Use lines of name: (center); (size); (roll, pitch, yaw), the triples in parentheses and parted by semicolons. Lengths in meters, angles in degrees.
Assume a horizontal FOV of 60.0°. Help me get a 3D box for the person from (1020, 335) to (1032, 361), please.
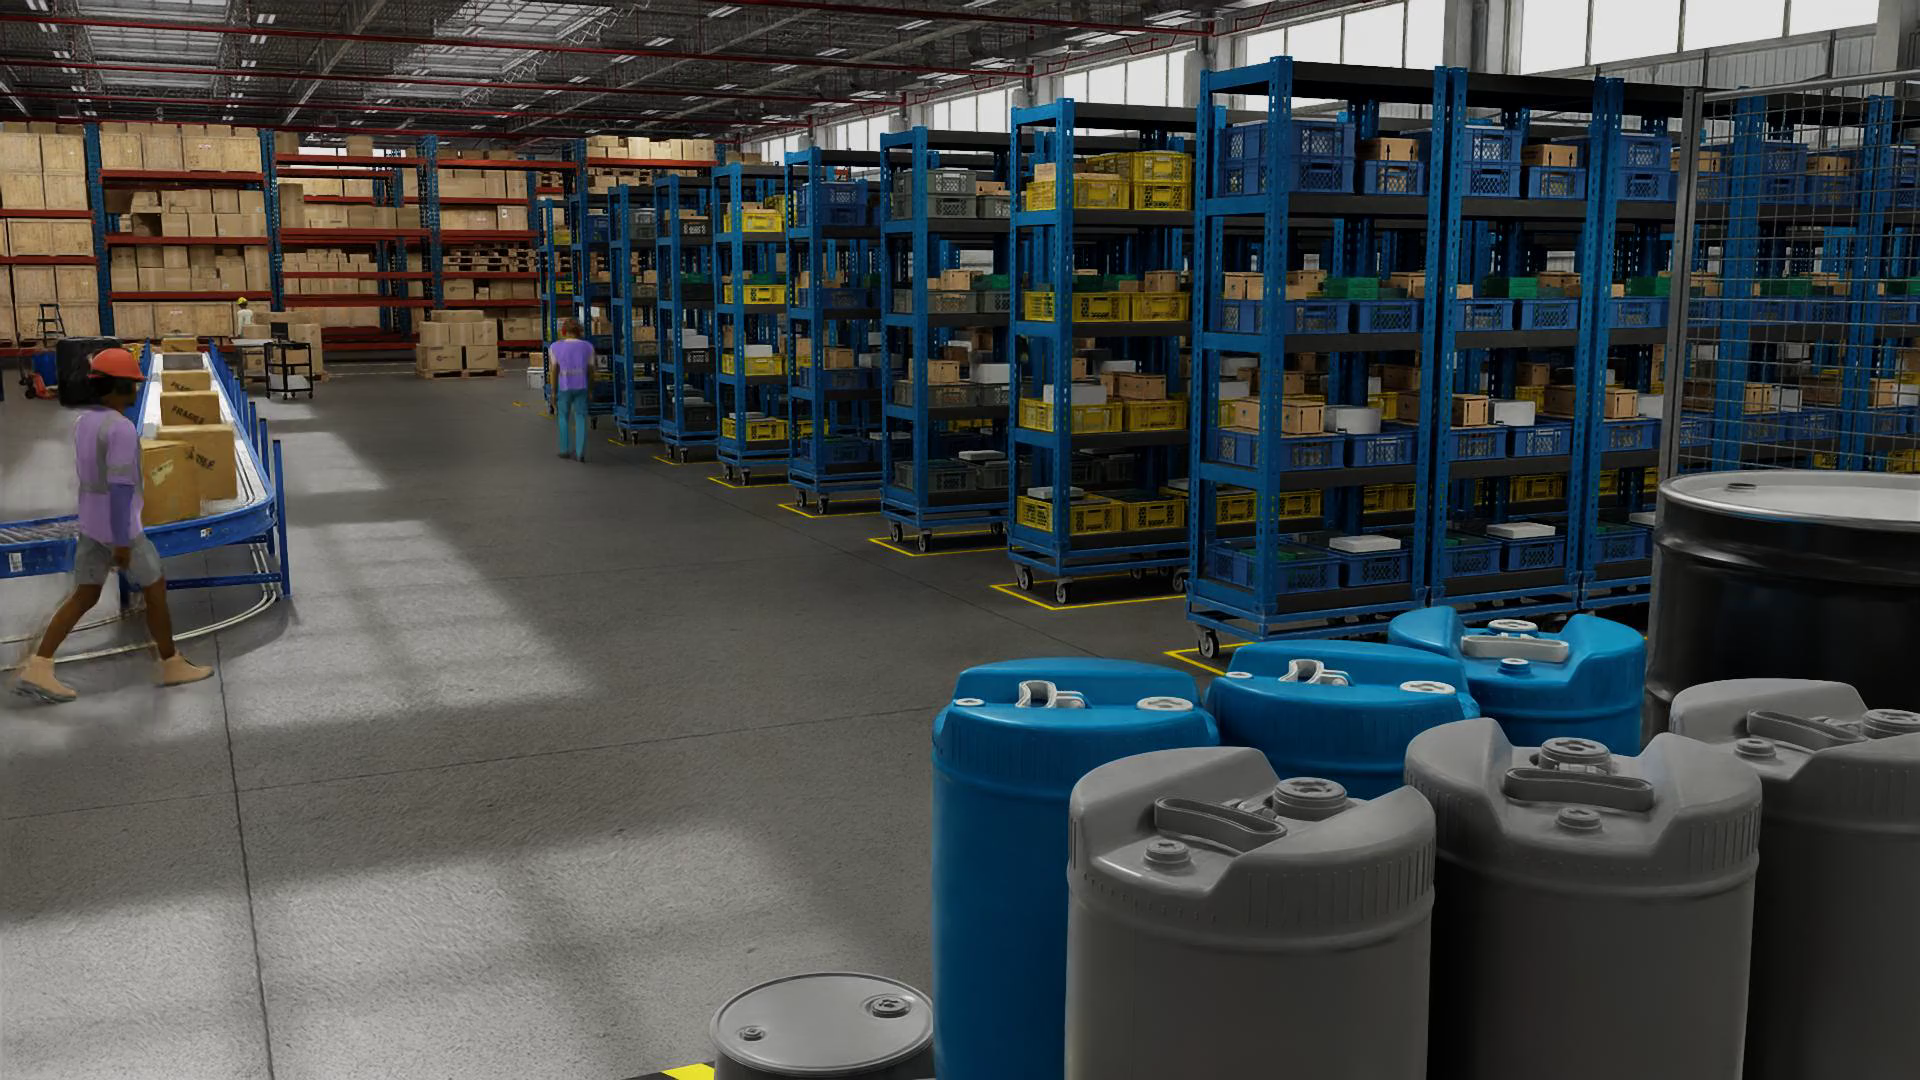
person: (0.774, -1.606, 19.365); (0.615, 1.808, 0.608); (-3, 10, -21)

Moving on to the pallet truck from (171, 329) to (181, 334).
pallet truck: (-17.275, -3.851, 35.096); (1.601, 1.201, 0.680); (0, 9, 1)

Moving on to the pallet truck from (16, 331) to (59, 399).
pallet truck: (-17.082, -3.353, 31.781); (1.630, 1.274, 0.653); (-4, 10, -25)

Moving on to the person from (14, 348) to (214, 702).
person: (-4.871, -0.082, 9.397); (0.620, 1.997, 1.046); (7, 12, 38)

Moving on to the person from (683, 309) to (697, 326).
person: (-6.958, -5.505, 42.983); (0.612, 1.995, 0.382); (-1, 9, -7)

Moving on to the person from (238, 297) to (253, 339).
person: (-18.282, -5.317, 42.548); (0.327, 1.761, 0.522); (3, 10, 16)

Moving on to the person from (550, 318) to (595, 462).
person: (-4.973, -1.921, 21.265); (0.585, 1.815, 0.770); (-4, 10, -23)

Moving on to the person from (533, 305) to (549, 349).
person: (-12.630, -6.647, 50.211); (0.605, 1.948, 0.389); (2, 9, 12)
